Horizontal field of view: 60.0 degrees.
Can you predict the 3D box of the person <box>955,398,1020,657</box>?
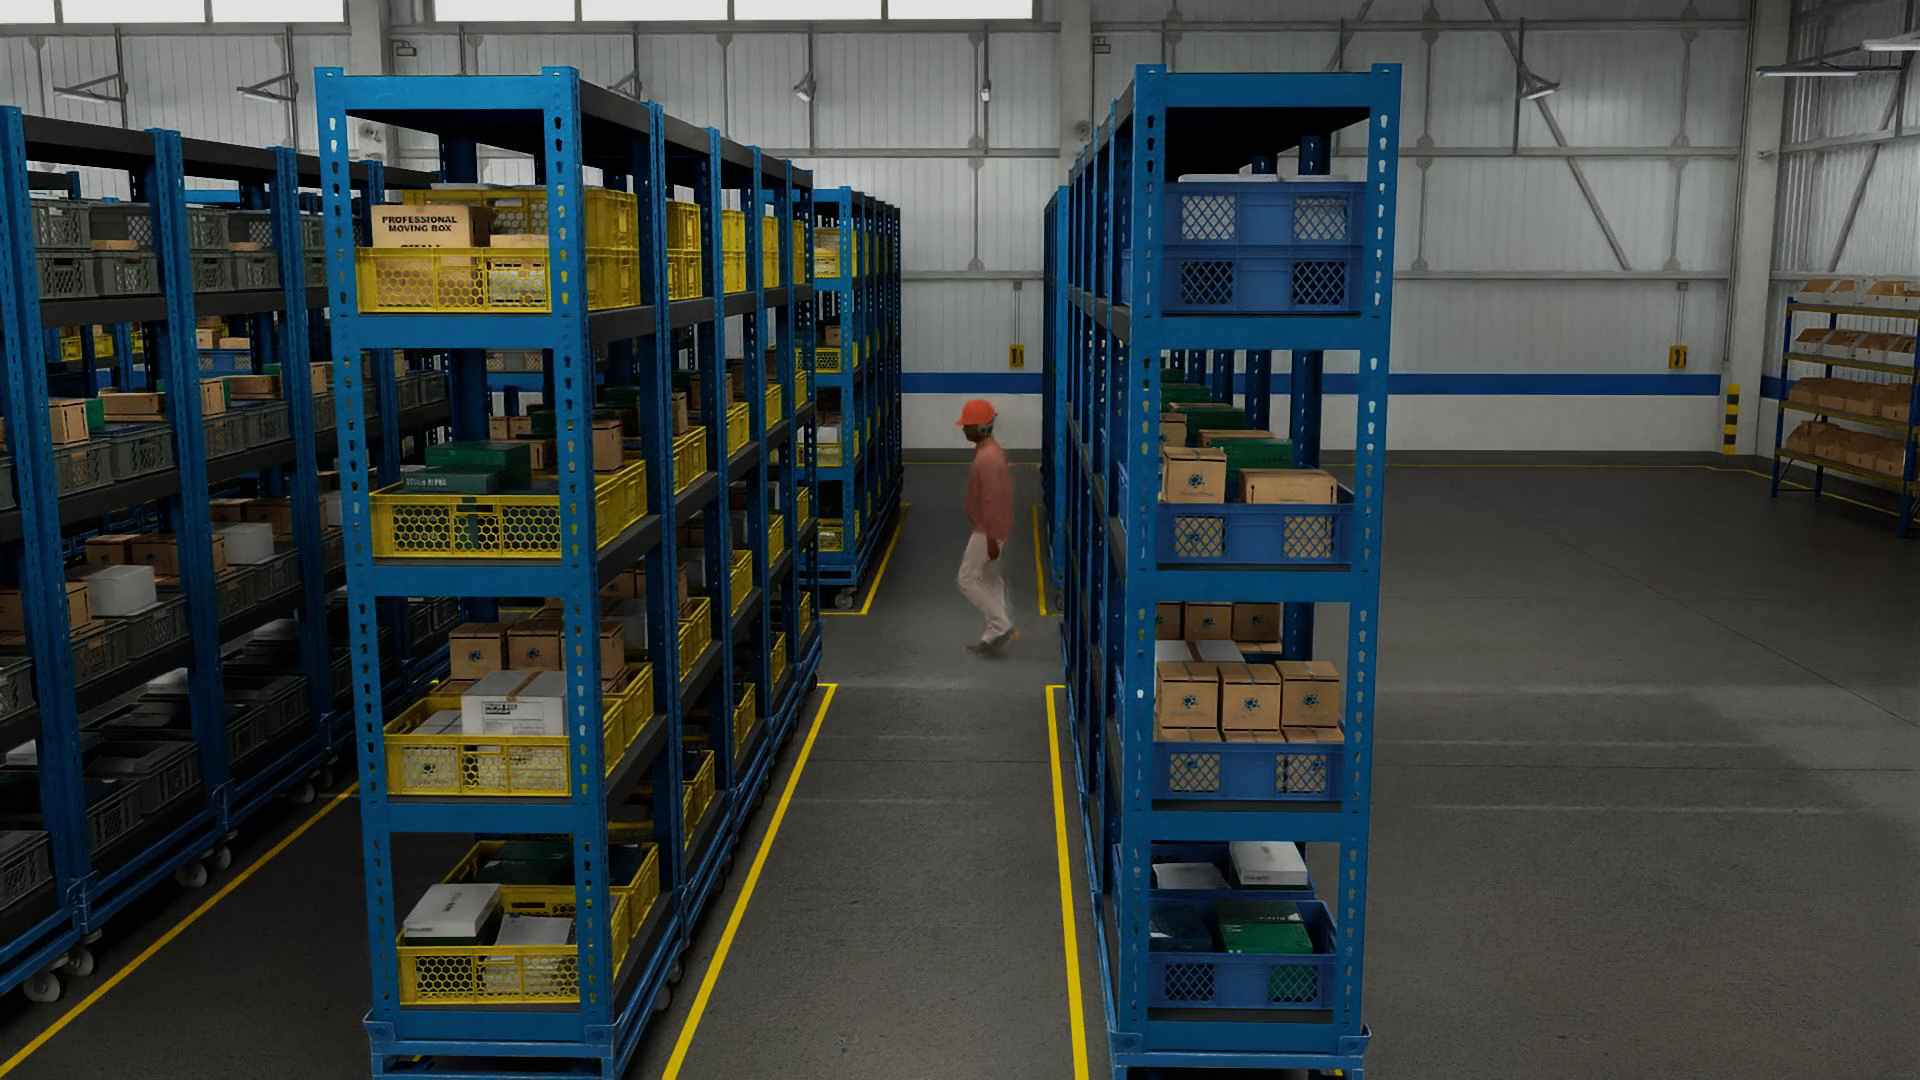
[{"bbox_3d":[0.179,-0.081,12.554,0.431,1.979,0.637,1,10,7],"label":"person"}]
